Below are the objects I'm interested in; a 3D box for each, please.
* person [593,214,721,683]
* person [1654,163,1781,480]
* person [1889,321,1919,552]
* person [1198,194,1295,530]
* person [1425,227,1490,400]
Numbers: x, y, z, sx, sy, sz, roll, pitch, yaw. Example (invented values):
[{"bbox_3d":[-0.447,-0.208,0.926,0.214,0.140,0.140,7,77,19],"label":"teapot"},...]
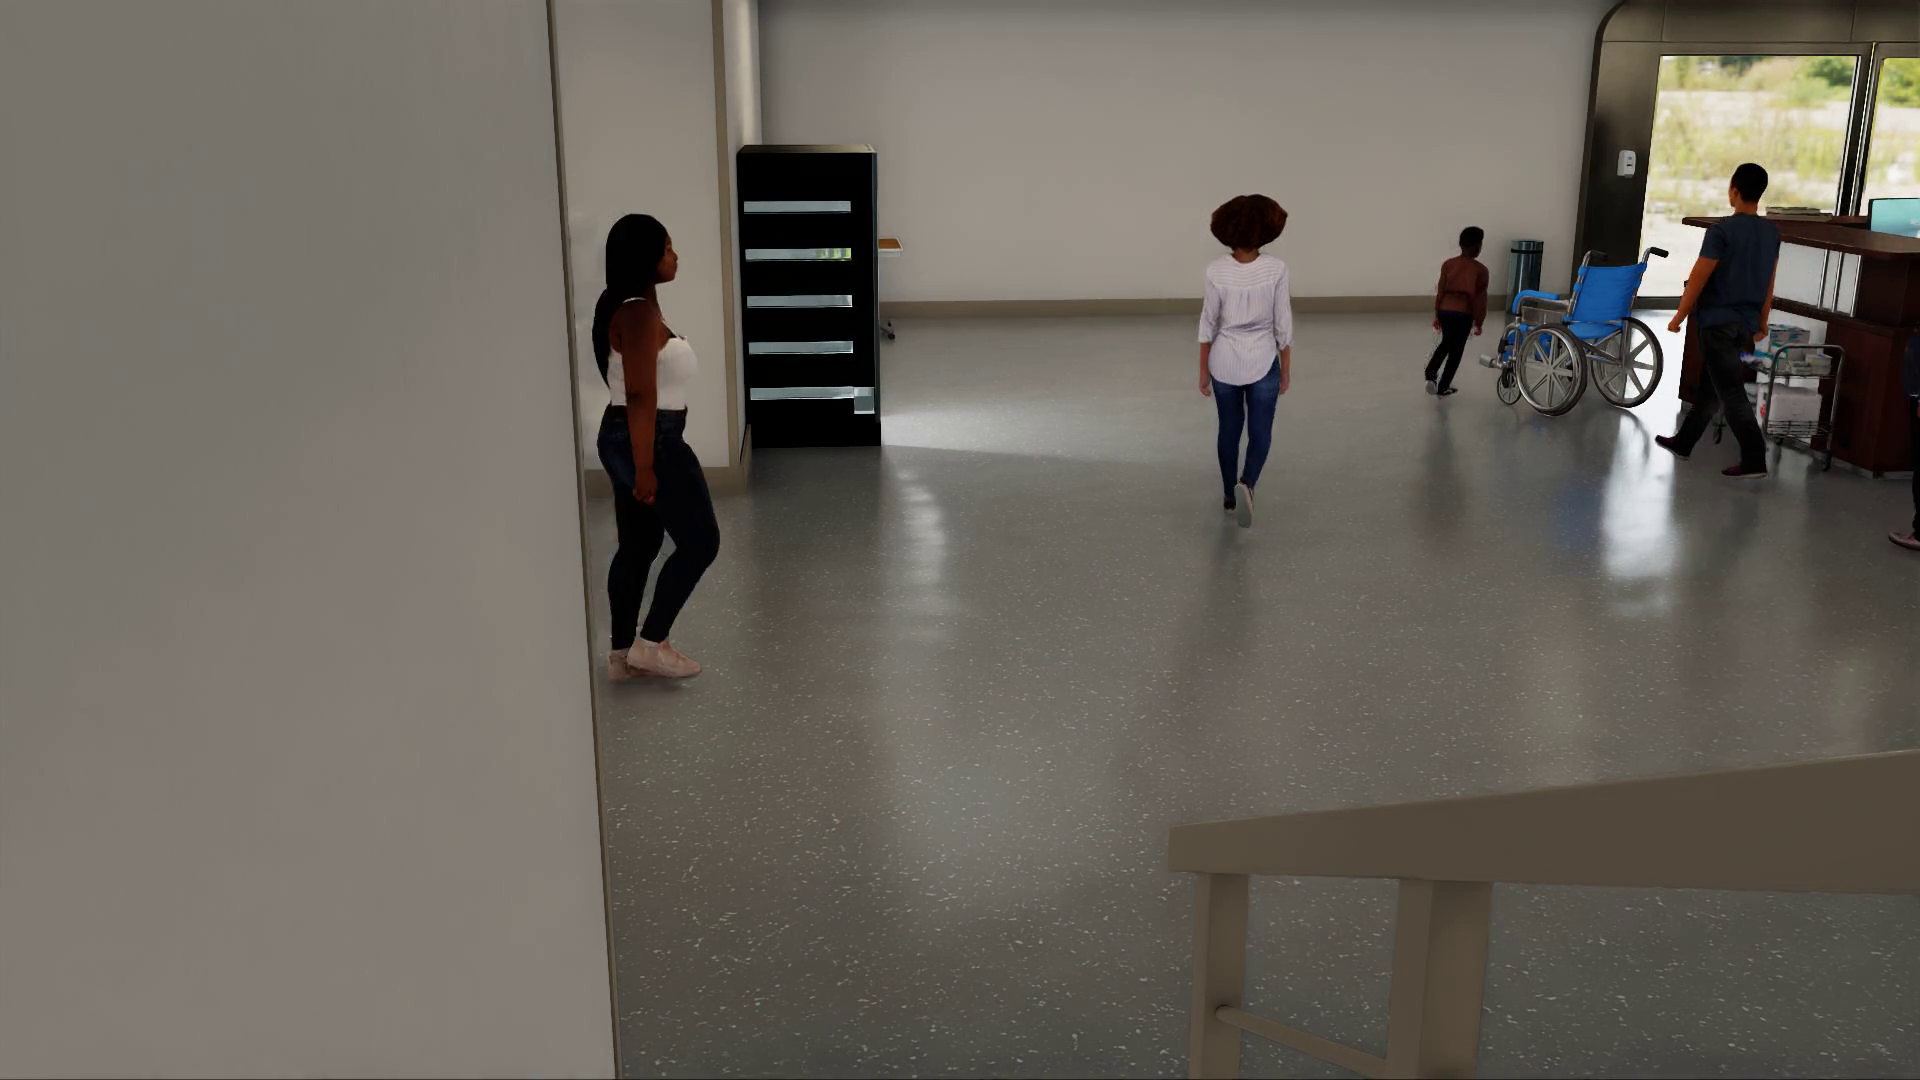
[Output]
[{"bbox_3d":[-1.275,-0.298,6.242,0.807,1.794,0.688,-6,17,-21],"label":"person"},{"bbox_3d":[4.447,-1.199,9.491,0.923,1.766,1.236,-7,17,-22],"label":"person"},{"bbox_3d":[4.862,-0.689,8.016,0.782,1.584,0.852,-7,17,-23],"label":"person"},{"bbox_3d":[1.457,-0.896,8.559,0.900,1.689,1.109,5,16,17],"label":"person"},{"bbox_3d":[3.546,-1.604,11.905,0.673,1.236,0.735,13,20,38],"label":"person"}]
